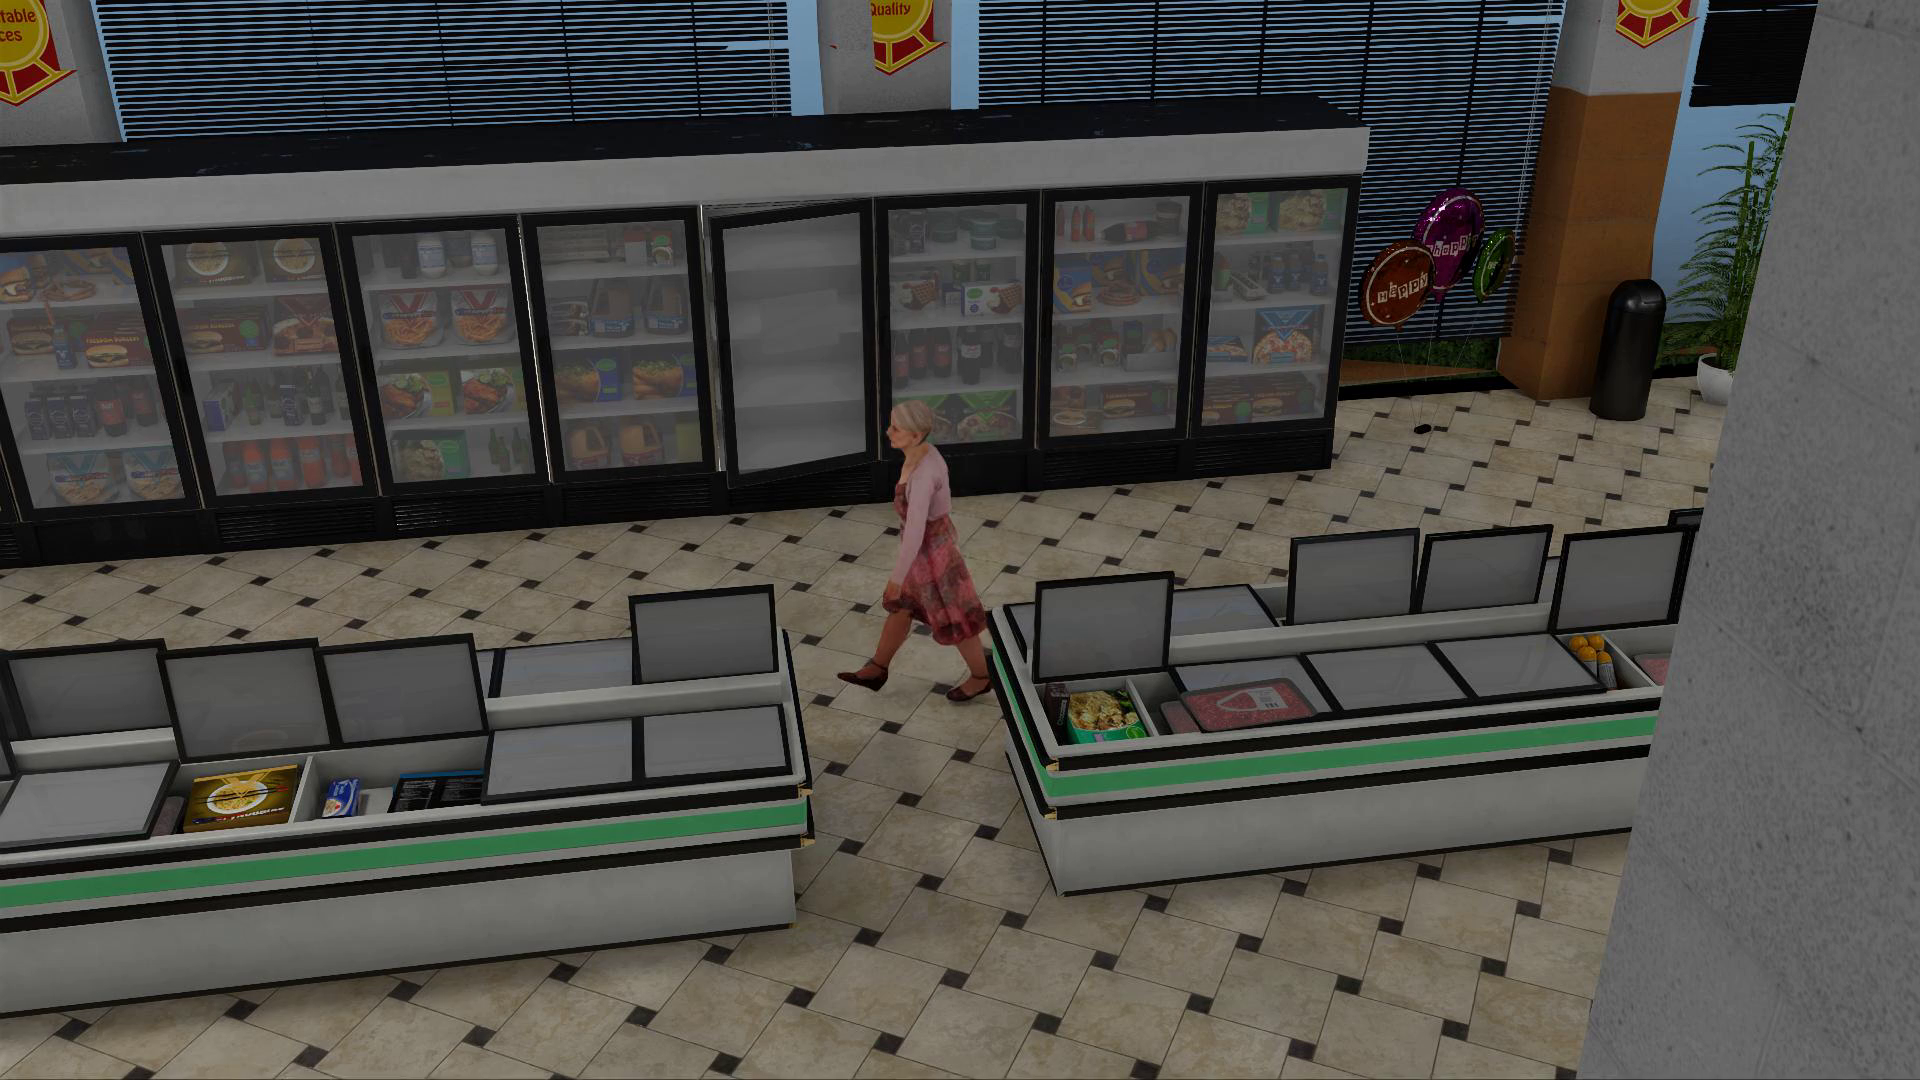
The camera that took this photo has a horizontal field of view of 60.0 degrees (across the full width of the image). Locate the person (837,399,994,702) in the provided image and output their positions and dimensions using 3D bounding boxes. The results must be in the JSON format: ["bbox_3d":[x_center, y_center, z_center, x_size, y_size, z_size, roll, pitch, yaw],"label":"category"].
[{"bbox_3d":[-0.058,0.090,8.260,1.005,1.649,0.630,-4,27,-8],"label":"person"}]
